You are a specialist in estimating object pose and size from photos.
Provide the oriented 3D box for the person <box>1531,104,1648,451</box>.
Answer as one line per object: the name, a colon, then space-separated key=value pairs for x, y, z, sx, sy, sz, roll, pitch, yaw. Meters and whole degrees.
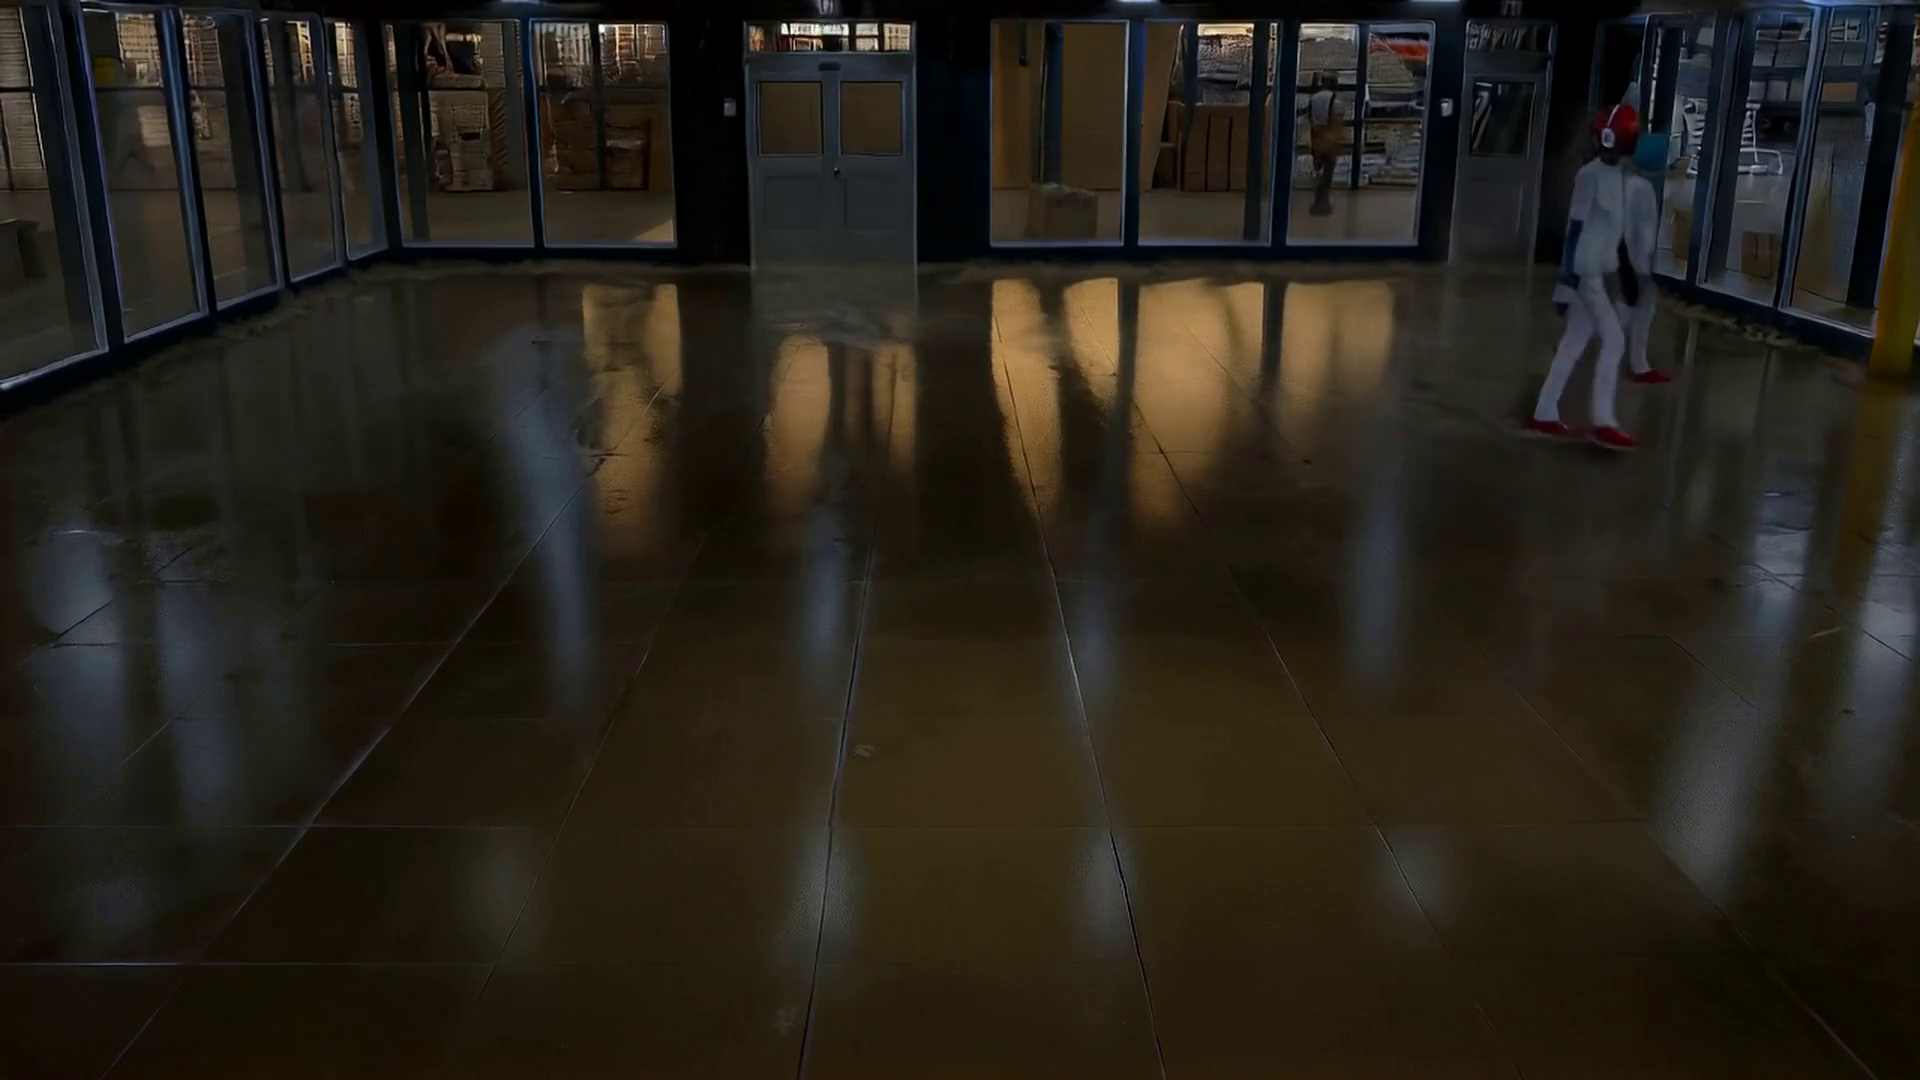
person: x=3.565 y=-1.422 z=9.071 sx=0.804 sy=1.842 sz=0.516 roll=10 pitch=19 yaw=32

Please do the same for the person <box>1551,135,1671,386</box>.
person: x=4.270 y=-1.792 z=10.728 sx=0.680 sy=1.613 sz=0.508 roll=8 pitch=18 yaw=25
